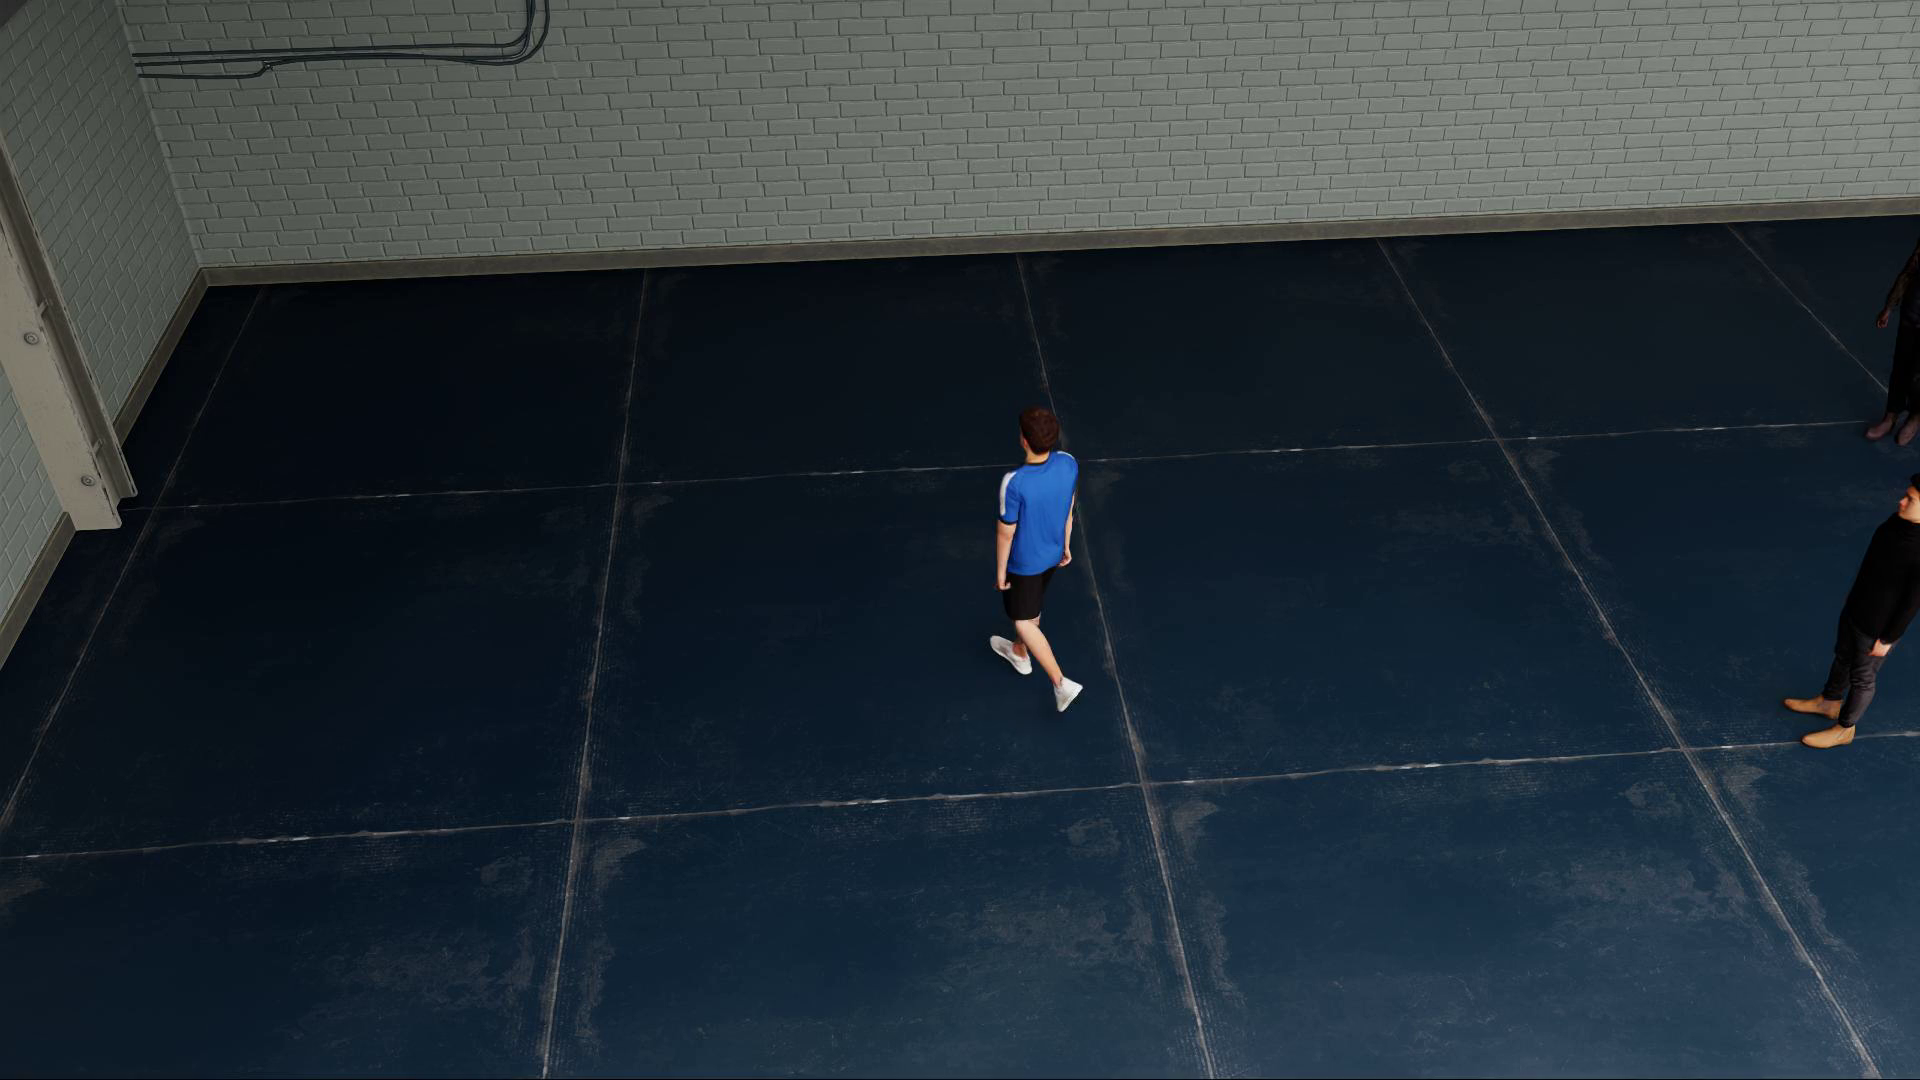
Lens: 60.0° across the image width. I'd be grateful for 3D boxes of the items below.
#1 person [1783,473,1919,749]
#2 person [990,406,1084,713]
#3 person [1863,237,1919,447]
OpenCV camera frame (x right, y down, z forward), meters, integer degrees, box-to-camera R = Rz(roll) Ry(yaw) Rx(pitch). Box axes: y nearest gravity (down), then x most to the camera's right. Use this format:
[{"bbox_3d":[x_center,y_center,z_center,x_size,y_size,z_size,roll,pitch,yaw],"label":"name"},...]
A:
[{"bbox_3d":[4.805,0.368,8.713,0.742,1.722,0.536,3,38,4],"label":"person"},{"bbox_3d":[0.439,0.123,8.926,1.026,1.846,1.203,-25,45,-28],"label":"person"},{"bbox_3d":[6.437,-1.451,10.954,0.879,1.827,0.749,-18,42,-22],"label":"person"}]
